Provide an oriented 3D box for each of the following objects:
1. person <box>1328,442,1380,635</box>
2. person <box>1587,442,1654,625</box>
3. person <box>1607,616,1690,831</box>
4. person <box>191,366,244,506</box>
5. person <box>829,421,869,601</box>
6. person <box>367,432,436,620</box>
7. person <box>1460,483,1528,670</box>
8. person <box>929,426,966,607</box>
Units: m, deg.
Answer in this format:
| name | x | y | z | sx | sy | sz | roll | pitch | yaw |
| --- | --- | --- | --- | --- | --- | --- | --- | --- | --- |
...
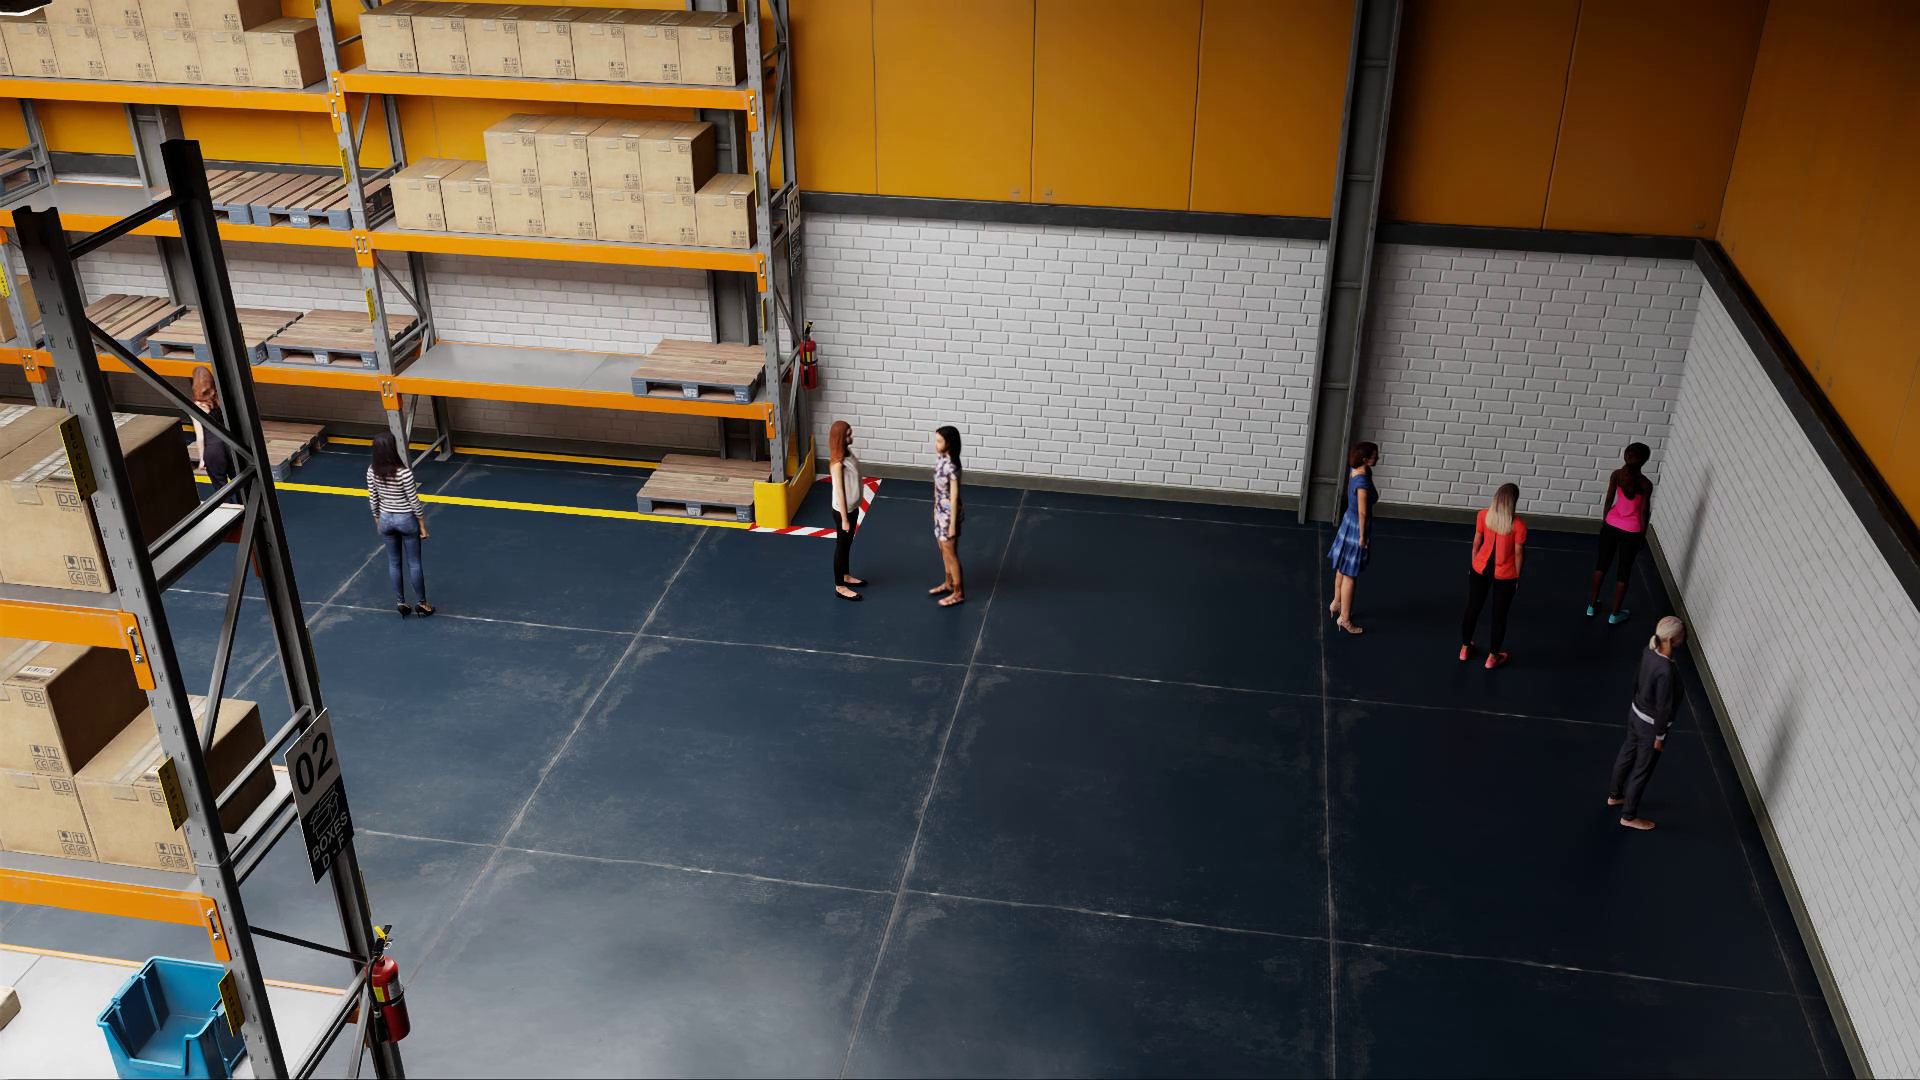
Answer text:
| name | x | y | z | sx | sy | sz | roll | pitch | yaw |
| --- | --- | --- | --- | --- | --- | --- | --- | --- | --- |
| person | 3.460 | -0.038 | 14.519 | 0.627 | 1.806 | 0.706 | 0 | 29 | -1 |
| person | 5.838 | -0.076 | 14.676 | 0.716 | 1.723 | 0.643 | -25 | 37 | -38 |
| person | 5.038 | 1.297 | 12.154 | 0.576 | 1.726 | 0.654 | 0 | 29 | -1 |
| person | -7.160 | -0.872 | 16.107 | 0.647 | 1.748 | 0.648 | 17 | 33 | 29 |
| person | -1.046 | -0.285 | 15.059 | 0.499 | 1.722 | 0.571 | 4 | 29 | 7 |
| person | -4.948 | -0.120 | 14.679 | 0.424 | 1.796 | 0.657 | 4 | 29 | 7 |
| person | 4.508 | 0.283 | 14.046 | 0.622 | 1.694 | 0.738 | 21 | 35 | 33 |
| person | -0.091 | -0.224 | 14.934 | 0.674 | 1.734 | 0.673 | -10 | 30 | -18 |
